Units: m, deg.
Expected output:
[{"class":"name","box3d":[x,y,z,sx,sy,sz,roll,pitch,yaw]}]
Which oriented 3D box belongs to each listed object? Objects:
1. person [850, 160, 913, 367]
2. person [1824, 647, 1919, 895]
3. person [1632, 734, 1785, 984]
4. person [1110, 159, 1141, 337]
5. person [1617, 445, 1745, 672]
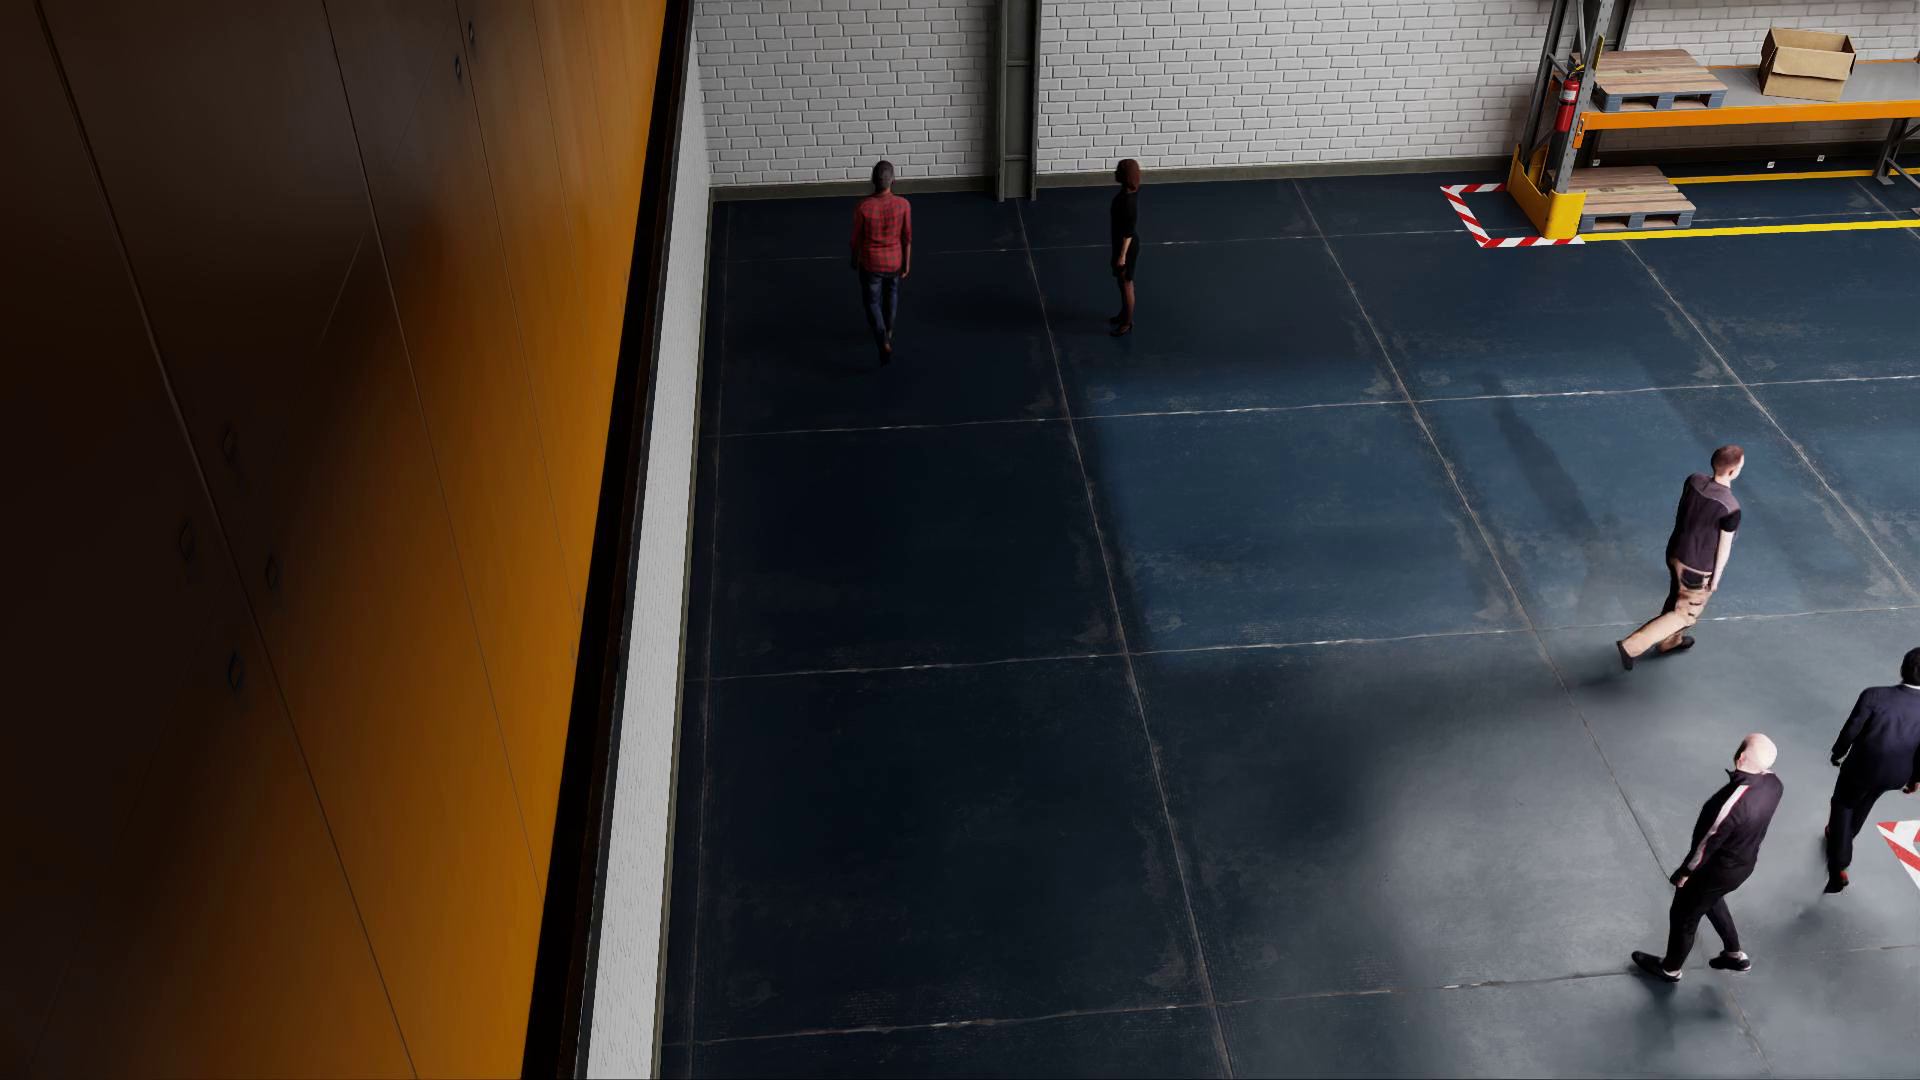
[{"class":"person","box3d":[-0.681,-2.392,14.522,1.102,1.806,0.868,-9,39,-11]},{"class":"person","box3d":[5.417,1.409,9.849,1.027,1.698,0.954,13,40,15]},{"class":"person","box3d":[4.279,1.862,9.193,0.985,1.809,0.928,30,48,32]},{"class":"person","box3d":[1.480,-2.617,14.889,0.553,1.699,0.621,3,39,4]},{"class":"person","box3d":[4.920,0.145,11.333,1.023,1.822,0.759,-8,39,-10]}]
